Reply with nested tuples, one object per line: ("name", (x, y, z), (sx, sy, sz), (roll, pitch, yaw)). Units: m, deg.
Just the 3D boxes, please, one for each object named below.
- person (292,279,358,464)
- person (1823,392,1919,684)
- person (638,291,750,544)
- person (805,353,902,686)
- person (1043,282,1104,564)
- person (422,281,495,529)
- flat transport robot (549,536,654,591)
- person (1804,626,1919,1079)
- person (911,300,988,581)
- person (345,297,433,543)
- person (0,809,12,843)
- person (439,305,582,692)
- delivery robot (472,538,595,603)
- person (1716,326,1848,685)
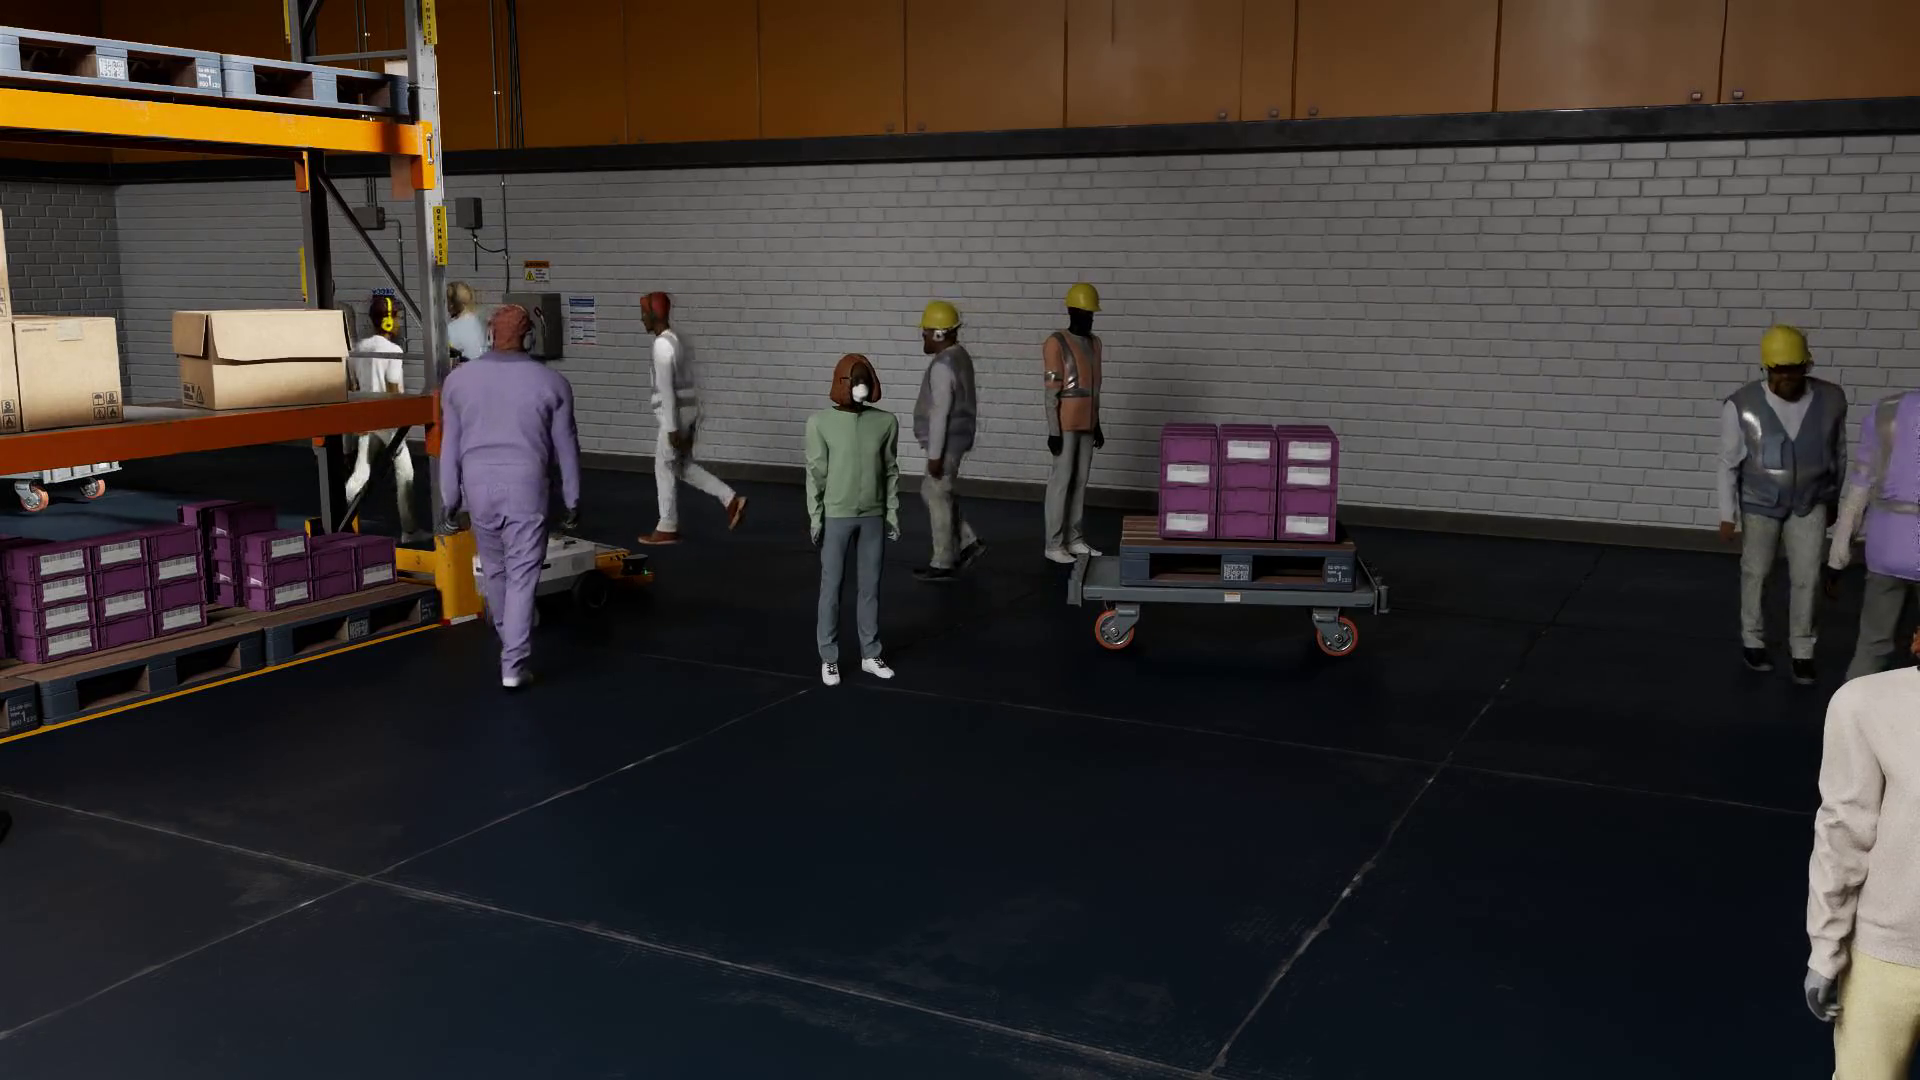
("person", (-6.394, -1.736, 16.815), (0.635, 1.938, 0.359), (-2, 10, -12))
("person", (3.674, 0.093, 6.323), (0.768, 1.903, 0.643), (-9, 13, -43))
("person", (-1.975, -0.884, 12.128), (0.697, 1.858, 0.611), (1, 10, 5))
("person", (-0.523, -0.105, 8.250), (0.500, 1.636, 0.284), (-5, 11, -27))
("person", (0.807, -0.804, 11.463), (0.381, 1.923, 0.592), (8, 13, 39))
("person", (-3.885, -1.018, 12.781), (0.735, 1.919, 0.641), (2, 10, 14))
("flat transport robot", (-2.661, 0.142, 10.771), (0.652, 0.197, 1.431), (-9, 14, -44))
("person", (1.833, 0.794, 3.080), (0.497, 1.629, 0.277), (4, 10, 21))
("person", (-0.107, -0.628, 10.734), (0.413, 1.821, 0.614), (2, 10, 11))
("person", (-4.189, -0.819, 11.877), (0.572, 1.822, 0.938), (6, 11, 29))
("person", (-3.737, 0.263, 5.403), (0.556, 1.879, 0.975), (7, 12, 37))
("person", (-2.211, -0.231, 8.320), (0.665, 1.863, 0.980), (1, 10, 3))
("delivery robot", (-2.455, 0.154, 9.607), (0.477, 0.478, 0.707), (7, 12, 34))
("person", (4.085, -0.176, 8.279), (0.614, 1.772, 0.698), (3, 10, 16))
